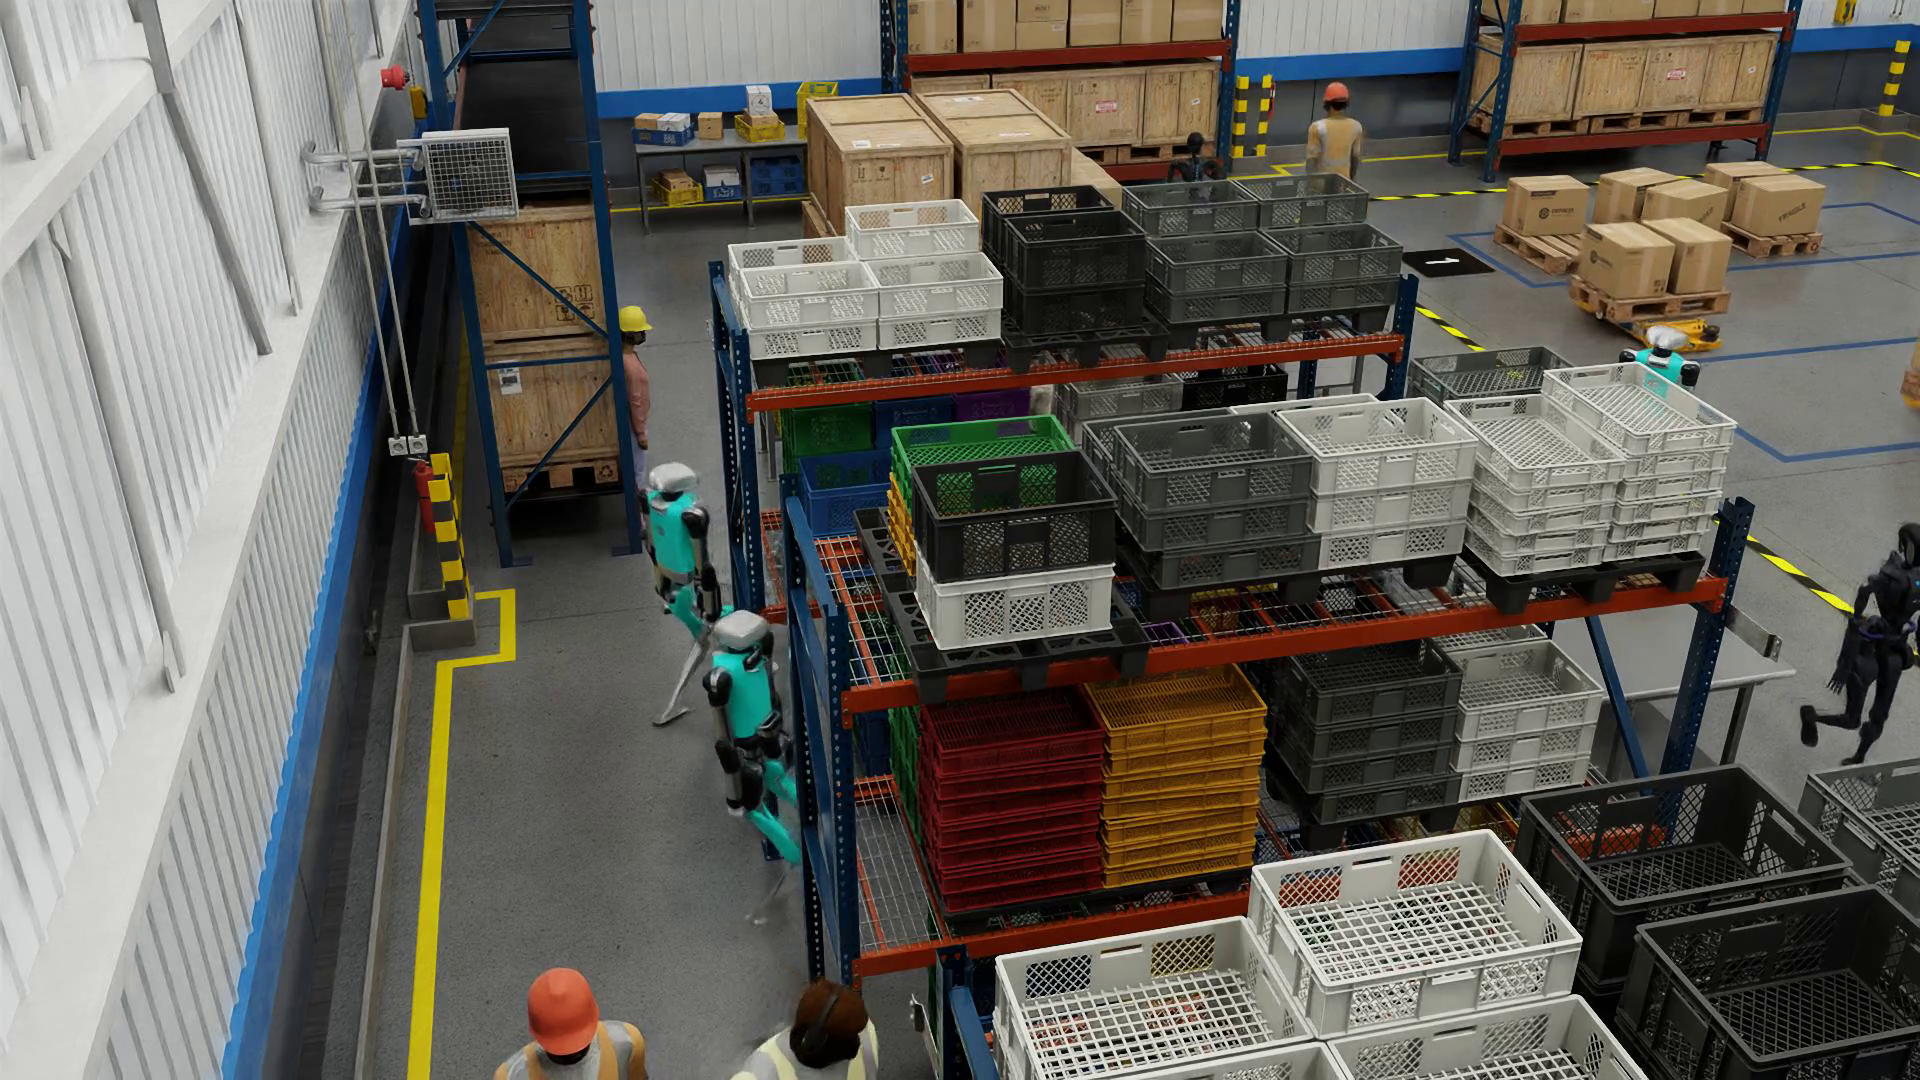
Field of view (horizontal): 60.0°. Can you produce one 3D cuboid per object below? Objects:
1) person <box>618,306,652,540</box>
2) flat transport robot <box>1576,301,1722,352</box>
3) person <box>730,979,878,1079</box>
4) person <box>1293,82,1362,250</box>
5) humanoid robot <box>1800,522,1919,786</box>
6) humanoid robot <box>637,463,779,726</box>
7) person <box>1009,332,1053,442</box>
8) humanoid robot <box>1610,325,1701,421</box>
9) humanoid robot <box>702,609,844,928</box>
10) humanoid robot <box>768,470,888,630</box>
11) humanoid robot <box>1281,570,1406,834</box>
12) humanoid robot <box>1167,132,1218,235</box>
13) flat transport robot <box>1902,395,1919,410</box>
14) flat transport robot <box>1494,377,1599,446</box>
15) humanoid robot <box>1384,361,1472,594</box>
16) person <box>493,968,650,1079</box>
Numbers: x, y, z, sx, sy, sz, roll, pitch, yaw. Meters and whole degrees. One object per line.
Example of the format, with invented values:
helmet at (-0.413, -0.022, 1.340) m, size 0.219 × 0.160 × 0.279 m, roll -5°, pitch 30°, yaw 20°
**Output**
person at (-2.342, -0.849, 12.061) m, size 0.337 × 1.761 × 0.522 m, roll -8°, pitch 29°, yaw -15°
flat transport robot at (6.672, -2.170, 16.133) m, size 0.652 × 0.197 × 1.431 m, roll -6°, pitch 28°, yaw -12°
person at (-0.580, 2.292, 6.058) m, size 0.663 × 1.799 × 0.785 m, roll -18°, pitch 33°, yaw -31°
person at (3.806, -3.758, 17.326) m, size 0.645 × 1.992 × 1.009 m, roll -6°, pitch 28°, yaw -11°
humanoid robot at (5.186, 0.589, 9.426) m, size 0.608 × 1.642 × 0.507 m, roll -7°, pitch 29°, yaw -13°
humanoid robot at (-1.440, 0.262, 10.022) m, size 0.548 × 1.768 × 0.999 m, roll 22°, pitch 35°, yaw 35°
person at (0.438, -0.634, 11.574) m, size 0.505 × 1.838 × 0.336 m, roll 22°, pitch 35°, yaw 36°
humanoid robot at (4.892, -0.780, 11.808) m, size 0.533 × 1.677 × 0.735 m, roll 16°, pitch 32°, yaw 27°
humanoid robot at (-0.799, 1.229, 8.226) m, size 0.813 × 1.824 × 0.535 m, roll 11°, pitch 30°, yaw 19°
humanoid robot at (-0.956, -0.096, 10.726) m, size 1.021 × 1.775 × 0.530 m, roll -9°, pitch 29°, yaw -16°
humanoid robot at (2.116, 0.832, 8.989) m, size 0.757 × 1.620 × 0.612 m, roll 16°, pitch 32°, yaw 28°
humanoid robot at (2.306, -3.289, 16.778) m, size 0.584 × 1.651 × 0.387 m, roll -5°, pitch 28°, yaw -9°
flat transport robot at (8.706, -1.013, 13.939) m, size 0.652 × 0.197 × 1.431 m, roll -6°, pitch 28°, yaw -12°
flat transport robot at (4.780, -1.036, 14.013) m, size 0.659 × 0.231 × 1.431 m, roll -6°, pitch 28°, yaw -12°
humanoid robot at (3.088, -0.425, 11.299) m, size 1.050 × 1.736 × 0.540 m, roll 15°, pitch 31°, yaw 26°
person at (-1.320, 2.287, 5.917) m, size 0.550 × 1.936 × 0.354 m, roll -15°, pitch 31°, yaw -27°
